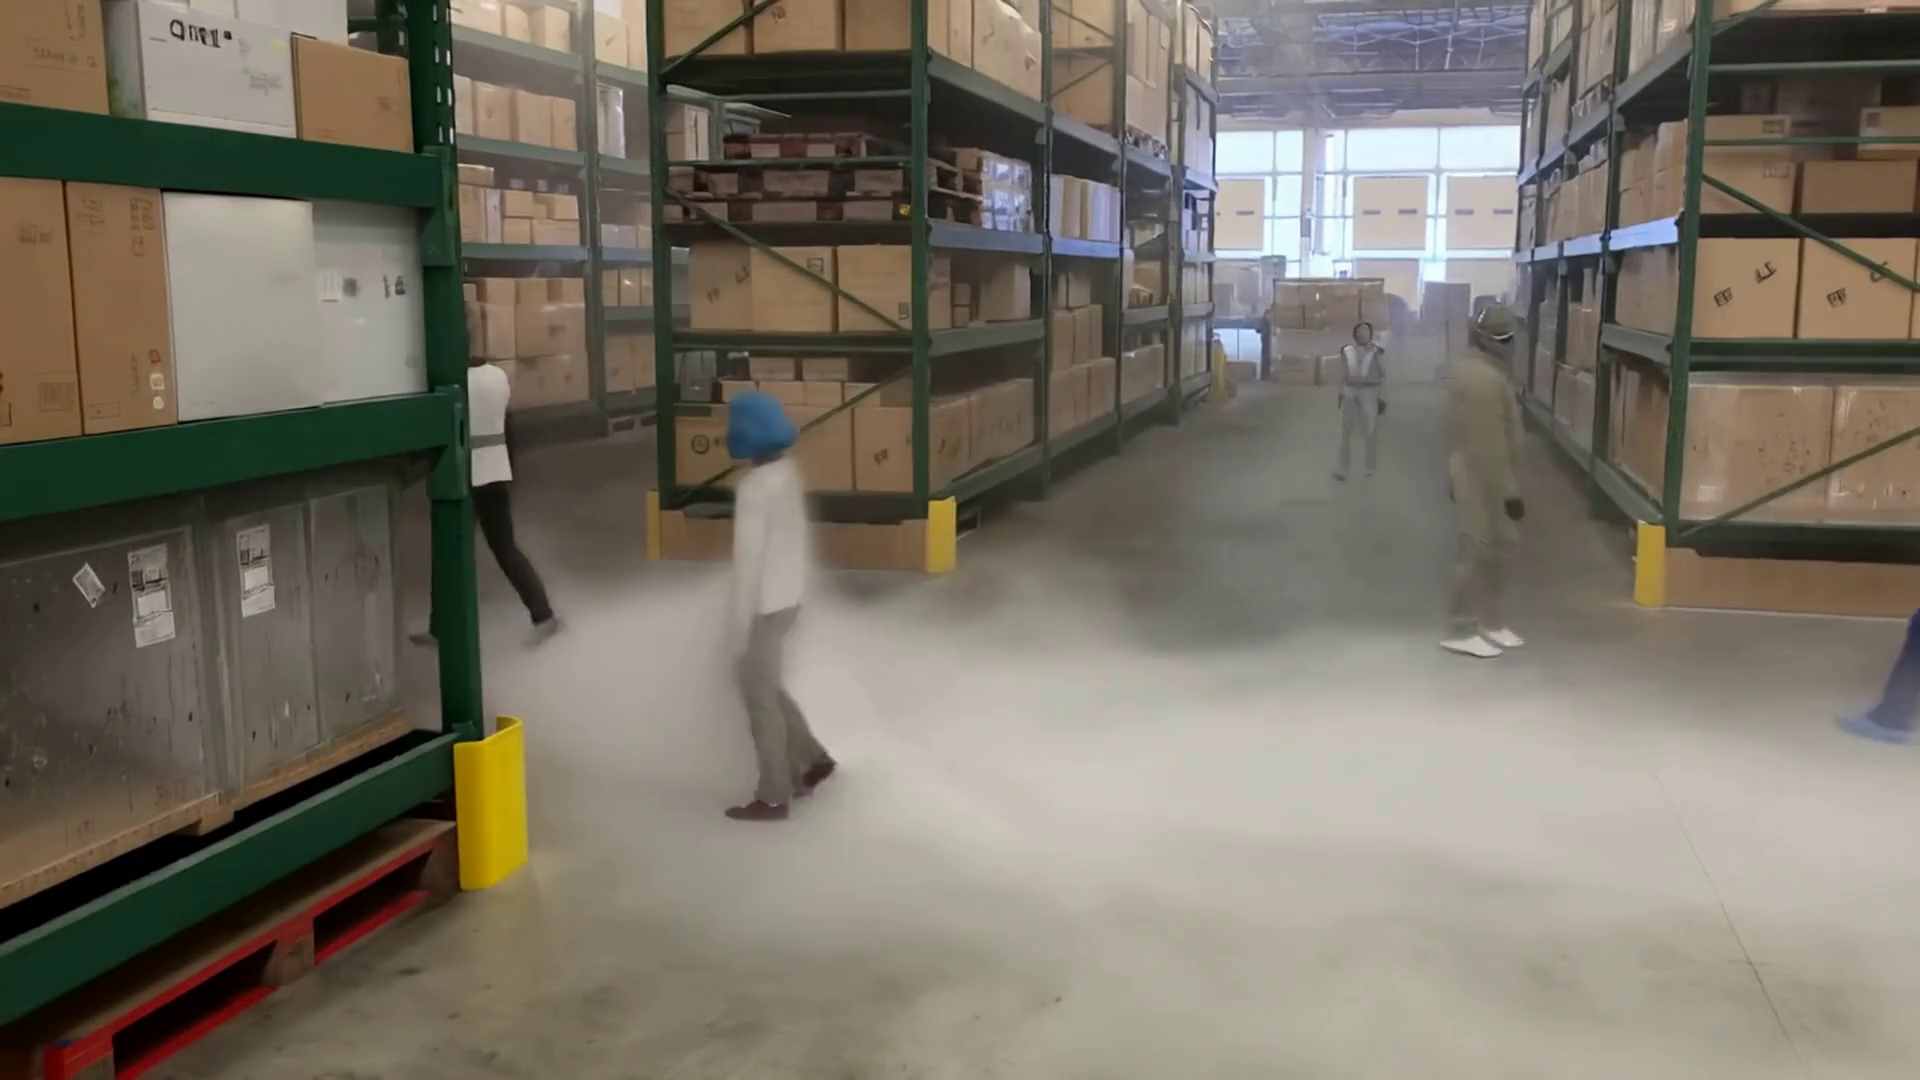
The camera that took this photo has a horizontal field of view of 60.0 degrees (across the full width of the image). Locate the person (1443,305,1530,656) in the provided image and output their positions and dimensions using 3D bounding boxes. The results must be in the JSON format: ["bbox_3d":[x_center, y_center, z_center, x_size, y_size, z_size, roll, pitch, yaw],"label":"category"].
[{"bbox_3d":[2.893,-0.302,8.848,0.628,1.874,0.674,1,9,3],"label":"person"}]

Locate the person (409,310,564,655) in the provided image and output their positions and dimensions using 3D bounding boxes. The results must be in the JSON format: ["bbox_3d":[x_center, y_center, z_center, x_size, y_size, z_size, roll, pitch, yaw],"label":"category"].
[{"bbox_3d":[-2.578,-0.311,8.940,0.950,1.884,0.589,5,10,28],"label":"person"}]

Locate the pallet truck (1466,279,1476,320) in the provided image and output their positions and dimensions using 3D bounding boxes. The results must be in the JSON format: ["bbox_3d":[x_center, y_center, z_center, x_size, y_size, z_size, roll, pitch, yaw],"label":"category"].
[{"bbox_3d":[18.896,-8.459,60.307,1.885,1.965,0.823,5,10,31],"label":"pallet truck"}]

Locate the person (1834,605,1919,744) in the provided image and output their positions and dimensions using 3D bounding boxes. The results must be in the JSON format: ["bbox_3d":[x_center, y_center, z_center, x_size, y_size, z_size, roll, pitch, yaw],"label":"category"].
[{"bbox_3d":[4.295,0.046,6.939,0.581,1.795,1.007,-6,11,-34],"label":"person"}]

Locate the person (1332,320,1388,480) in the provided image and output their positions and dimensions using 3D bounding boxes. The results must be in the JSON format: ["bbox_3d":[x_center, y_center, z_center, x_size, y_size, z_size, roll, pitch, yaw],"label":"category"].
[{"bbox_3d":[4.004,-1.384,16.612,0.537,1.594,0.834,5,10,28],"label":"person"}]

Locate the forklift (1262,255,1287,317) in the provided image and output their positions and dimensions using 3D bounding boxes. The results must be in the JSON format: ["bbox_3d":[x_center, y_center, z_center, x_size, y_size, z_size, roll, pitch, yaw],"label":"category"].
[{"bbox_3d":[10.799,-8.409,57.195,1.129,2.768,1.873,-9,12,-44],"label":"forklift"}]

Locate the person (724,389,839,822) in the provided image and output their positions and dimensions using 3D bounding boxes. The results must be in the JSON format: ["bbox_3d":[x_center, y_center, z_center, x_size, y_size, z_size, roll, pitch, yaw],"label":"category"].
[{"bbox_3d":[-0.721,0.252,6.152,0.364,1.617,0.518,2,9,14],"label":"person"}]

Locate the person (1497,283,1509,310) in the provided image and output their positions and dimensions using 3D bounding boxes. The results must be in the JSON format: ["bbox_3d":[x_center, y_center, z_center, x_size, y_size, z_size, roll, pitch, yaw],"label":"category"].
[{"bbox_3d":[18.823,-7.971,57.608,0.465,1.866,0.585,-3,9,-19],"label":"person"}]
